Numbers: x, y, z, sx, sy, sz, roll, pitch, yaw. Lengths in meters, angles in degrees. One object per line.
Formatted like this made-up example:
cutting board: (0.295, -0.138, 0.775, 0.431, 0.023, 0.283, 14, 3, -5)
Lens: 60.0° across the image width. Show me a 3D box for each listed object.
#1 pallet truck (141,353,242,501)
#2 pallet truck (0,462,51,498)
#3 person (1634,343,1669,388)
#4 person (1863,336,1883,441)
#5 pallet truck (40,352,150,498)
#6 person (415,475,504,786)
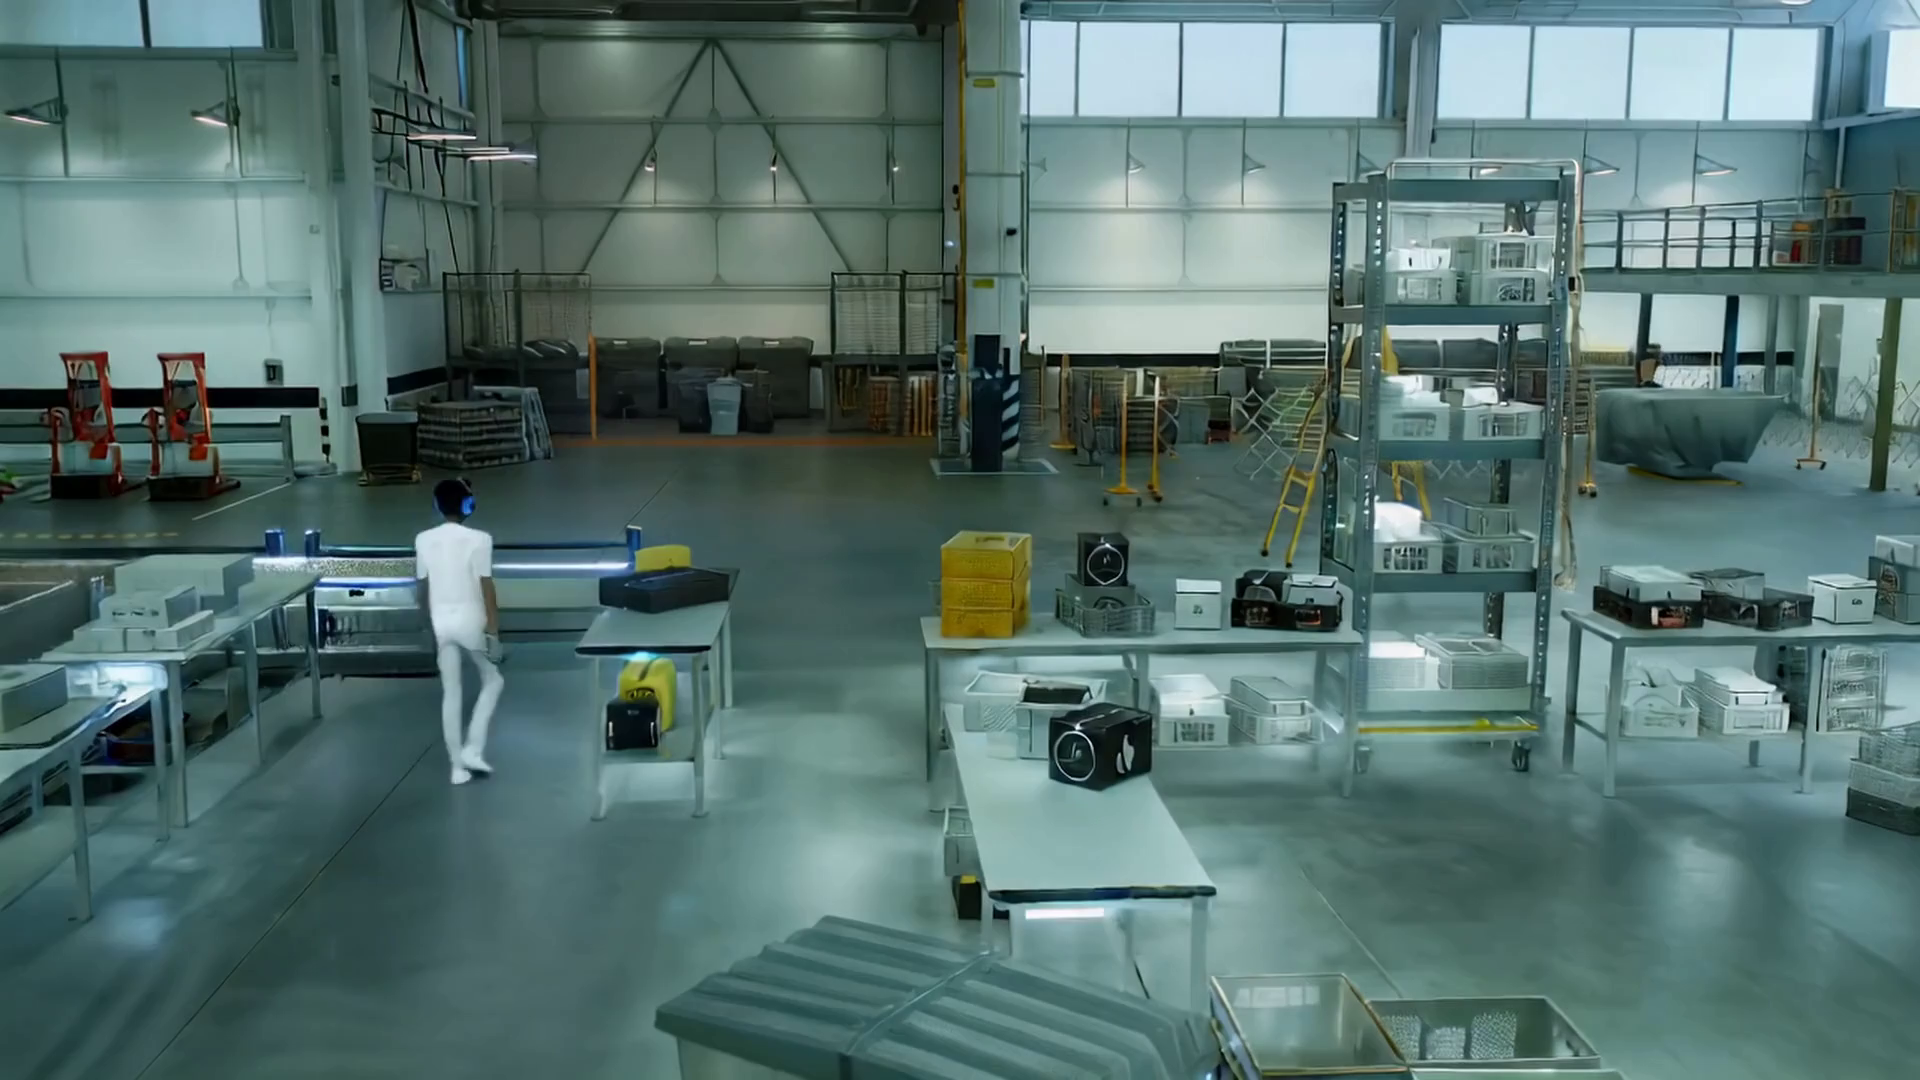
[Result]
pallet truck: (-10.520, -1.604, 22.925, 0.823, 1.965, 1.885, -1, 9, -6)
pallet truck: (-13.193, -1.293, 23.148, 0.653, 1.274, 1.630, -1, 9, -4)
person: (11.783, -2.413, 28.360, 0.342, 1.882, 0.587, -7, 12, -39)
person: (16.838, -2.783, 30.534, 0.356, 1.930, 0.589, 9, 13, 44)
pallet truck: (-11.907, -1.642, 23.165, 0.823, 1.965, 1.885, 0, 9, 0)
person: (-2.959, 0.538, 9.915, 0.561, 1.855, 0.400, 2, 9, 10)
